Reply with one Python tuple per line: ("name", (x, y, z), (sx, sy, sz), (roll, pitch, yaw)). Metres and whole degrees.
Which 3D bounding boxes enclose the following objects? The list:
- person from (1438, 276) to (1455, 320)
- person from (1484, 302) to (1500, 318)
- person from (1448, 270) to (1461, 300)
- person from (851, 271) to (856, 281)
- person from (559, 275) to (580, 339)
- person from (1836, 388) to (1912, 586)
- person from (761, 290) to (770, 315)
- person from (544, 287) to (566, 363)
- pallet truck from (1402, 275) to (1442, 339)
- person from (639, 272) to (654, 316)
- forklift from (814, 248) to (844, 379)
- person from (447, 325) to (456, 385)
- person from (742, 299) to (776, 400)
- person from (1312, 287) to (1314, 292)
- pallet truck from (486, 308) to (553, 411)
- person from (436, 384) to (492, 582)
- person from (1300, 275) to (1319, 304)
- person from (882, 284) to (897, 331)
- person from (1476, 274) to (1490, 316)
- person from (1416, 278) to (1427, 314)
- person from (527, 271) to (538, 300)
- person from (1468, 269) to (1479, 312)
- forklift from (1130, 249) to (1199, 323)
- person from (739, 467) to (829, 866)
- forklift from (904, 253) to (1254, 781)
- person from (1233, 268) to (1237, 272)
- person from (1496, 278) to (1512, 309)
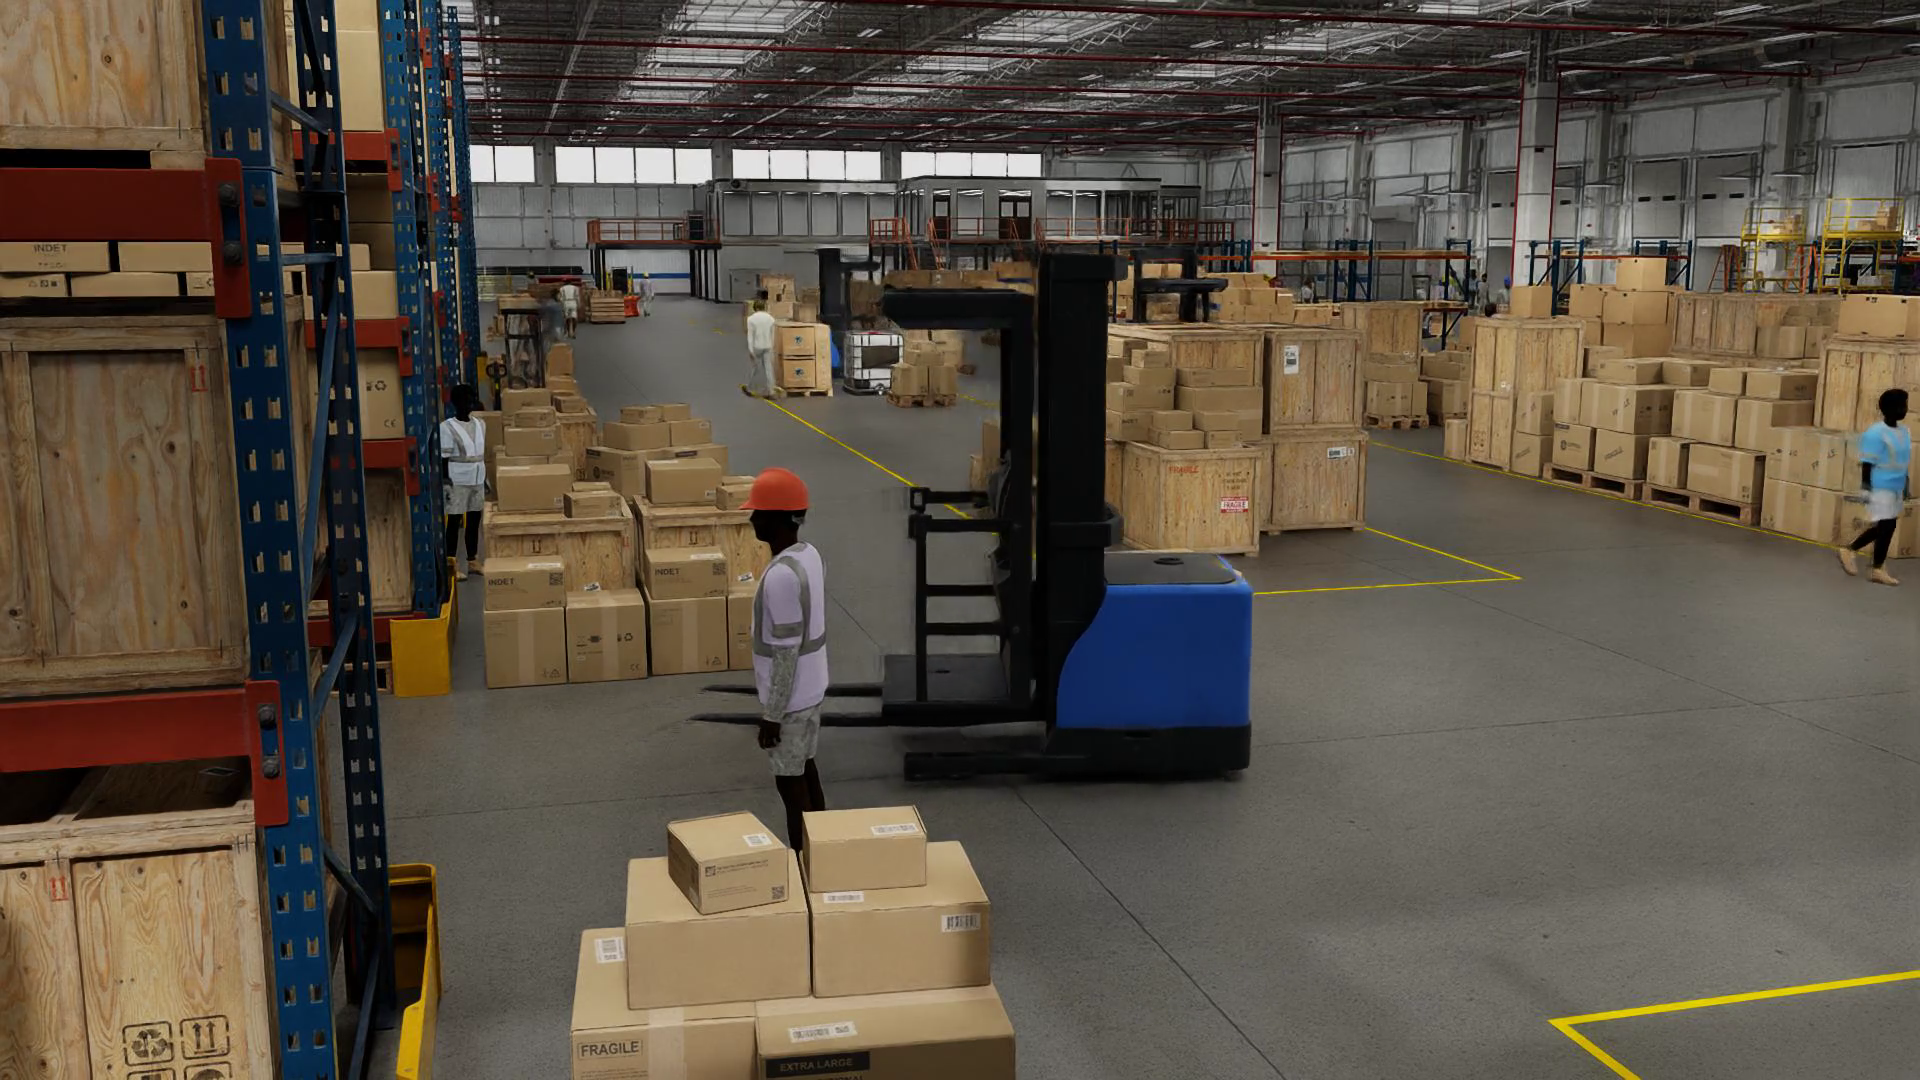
("person", (15.798, -7.638, 54.152), (0.391, 1.922, 0.585), (-9, 13, -41))
("person", (10.217, -3.625, 31.750), (0.530, 1.804, 0.645), (5, 11, 24))
("person", (21.550, -10.845, 72.567), (0.643, 1.823, 0.491), (-1, 10, -6))
("person", (-4.562, -10.308, 69.220), (0.376, 1.934, 0.547), (-9, 13, -41))
("person", (-12.149, -7.261, 51.807), (0.618, 2.008, 0.985), (-3, 10, -17))
("person", (7.821, -0.450, 14.100), (0.539, 1.685, 0.416), (-6, 12, -32))
("person", (-5.489, -6.079, 46.021), (0.793, 1.667, 0.532), (6, 11, 29))
("person", (-9.589, -5.010, 39.295), (0.847, 1.913, 0.637), (3, 11, 18))
("pallet truck", (14.620, -7.324, 52.145), (0.823, 1.965, 1.885), (8, 13, 40))
("person", (-12.884, -10.098, 68.383), (0.600, 1.807, 0.728), (-2, 10, -10))
("forklift", (-2.807, -4.843, 35.600), (1.873, 2.768, 1.129), (-3, 10, -15))
("person", (-6.834, -2.036, 22.425), (0.751, 1.912, 0.579), (-8, 13, -39))
("person", (-3.770, -3.588, 31.319), (0.639, 1.872, 1.095), (-7, 12, -33))
("person", (11.550, -7.815, 55.330), (0.789, 1.861, 0.583), (9, 13, 42))
("pallet truck", (-6.242, -2.418, 24.362), (0.823, 1.965, 1.885), (1, 10, 3))
("person", (-4.266, -0.501, 14.348), (0.318, 1.698, 0.540), (6, 11, 29))
("person", (10.193, -6.699, 48.486), (0.535, 2.000, 0.684), (2, 10, 9))
("person", (-1.682, -5.184, 40.113), (0.369, 1.965, 0.608), (1, 10, 5))
("person", (19.447, -8.967, 61.831), (0.518, 1.865, 0.326), (-2, 10, -14))
("person", (14.869, -7.492, 53.357), (0.870, 1.912, 0.639), (9, 14, 42))
("person", (-19.744, -11.546, 76.803), (0.503, 1.726, 0.443), (-4, 11, -21))
("person", (22.461, -10.944, 72.908), (0.627, 1.897, 0.456), (-2, 10, -10))
("forklift", (2.909, -2.776, 23.893), (1.129, 2.768, 1.873), (-3, 10, -15))
("person", (-0.755, 0.652, 7.149), (0.361, 1.939, 0.542), (1, 10, 7))
("forklift", (0.627, -0.176, 9.169), (1.873, 2.768, 1.129), (0, 10, -1))
("person", (13.921, -12.959, 84.487), (0.514, 1.844, 0.327), (6, 12, 30))
("person", (16.848, -7.127, 51.329), (0.606, 1.905, 0.978), (-1, 10, -8))
